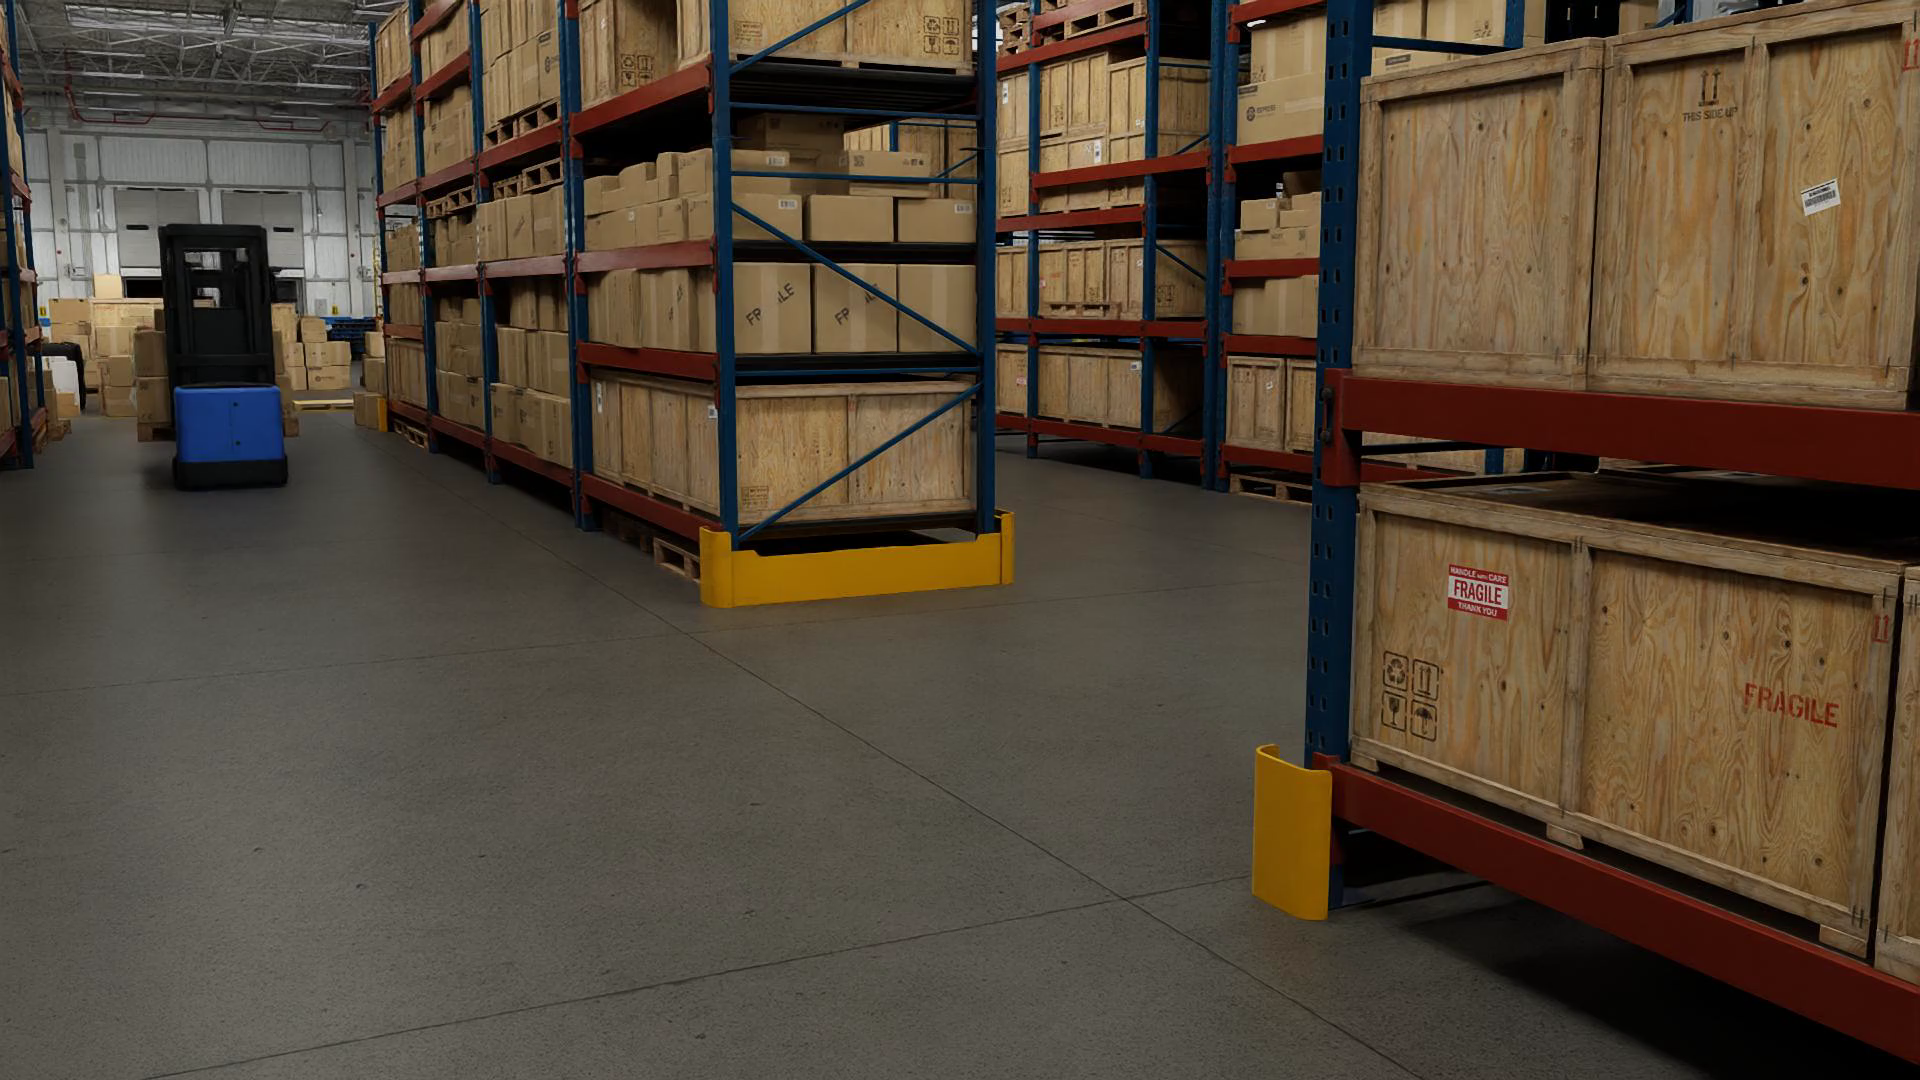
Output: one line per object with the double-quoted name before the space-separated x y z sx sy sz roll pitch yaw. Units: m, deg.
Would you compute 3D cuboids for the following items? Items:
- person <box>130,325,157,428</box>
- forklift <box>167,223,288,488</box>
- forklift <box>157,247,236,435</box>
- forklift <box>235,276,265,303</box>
"person" -12.238 -2.410 24.992 0.434 1.620 0.547 4 9 25
"forklift" -8.052 -2.039 18.149 1.129 2.768 1.873 -4 9 -26
"forklift" -11.336 -3.027 24.960 1.129 2.768 1.873 -1 8 -10
"forklift" -17.722 -5.442 41.613 1.129 2.768 1.873 -6 10 -35
